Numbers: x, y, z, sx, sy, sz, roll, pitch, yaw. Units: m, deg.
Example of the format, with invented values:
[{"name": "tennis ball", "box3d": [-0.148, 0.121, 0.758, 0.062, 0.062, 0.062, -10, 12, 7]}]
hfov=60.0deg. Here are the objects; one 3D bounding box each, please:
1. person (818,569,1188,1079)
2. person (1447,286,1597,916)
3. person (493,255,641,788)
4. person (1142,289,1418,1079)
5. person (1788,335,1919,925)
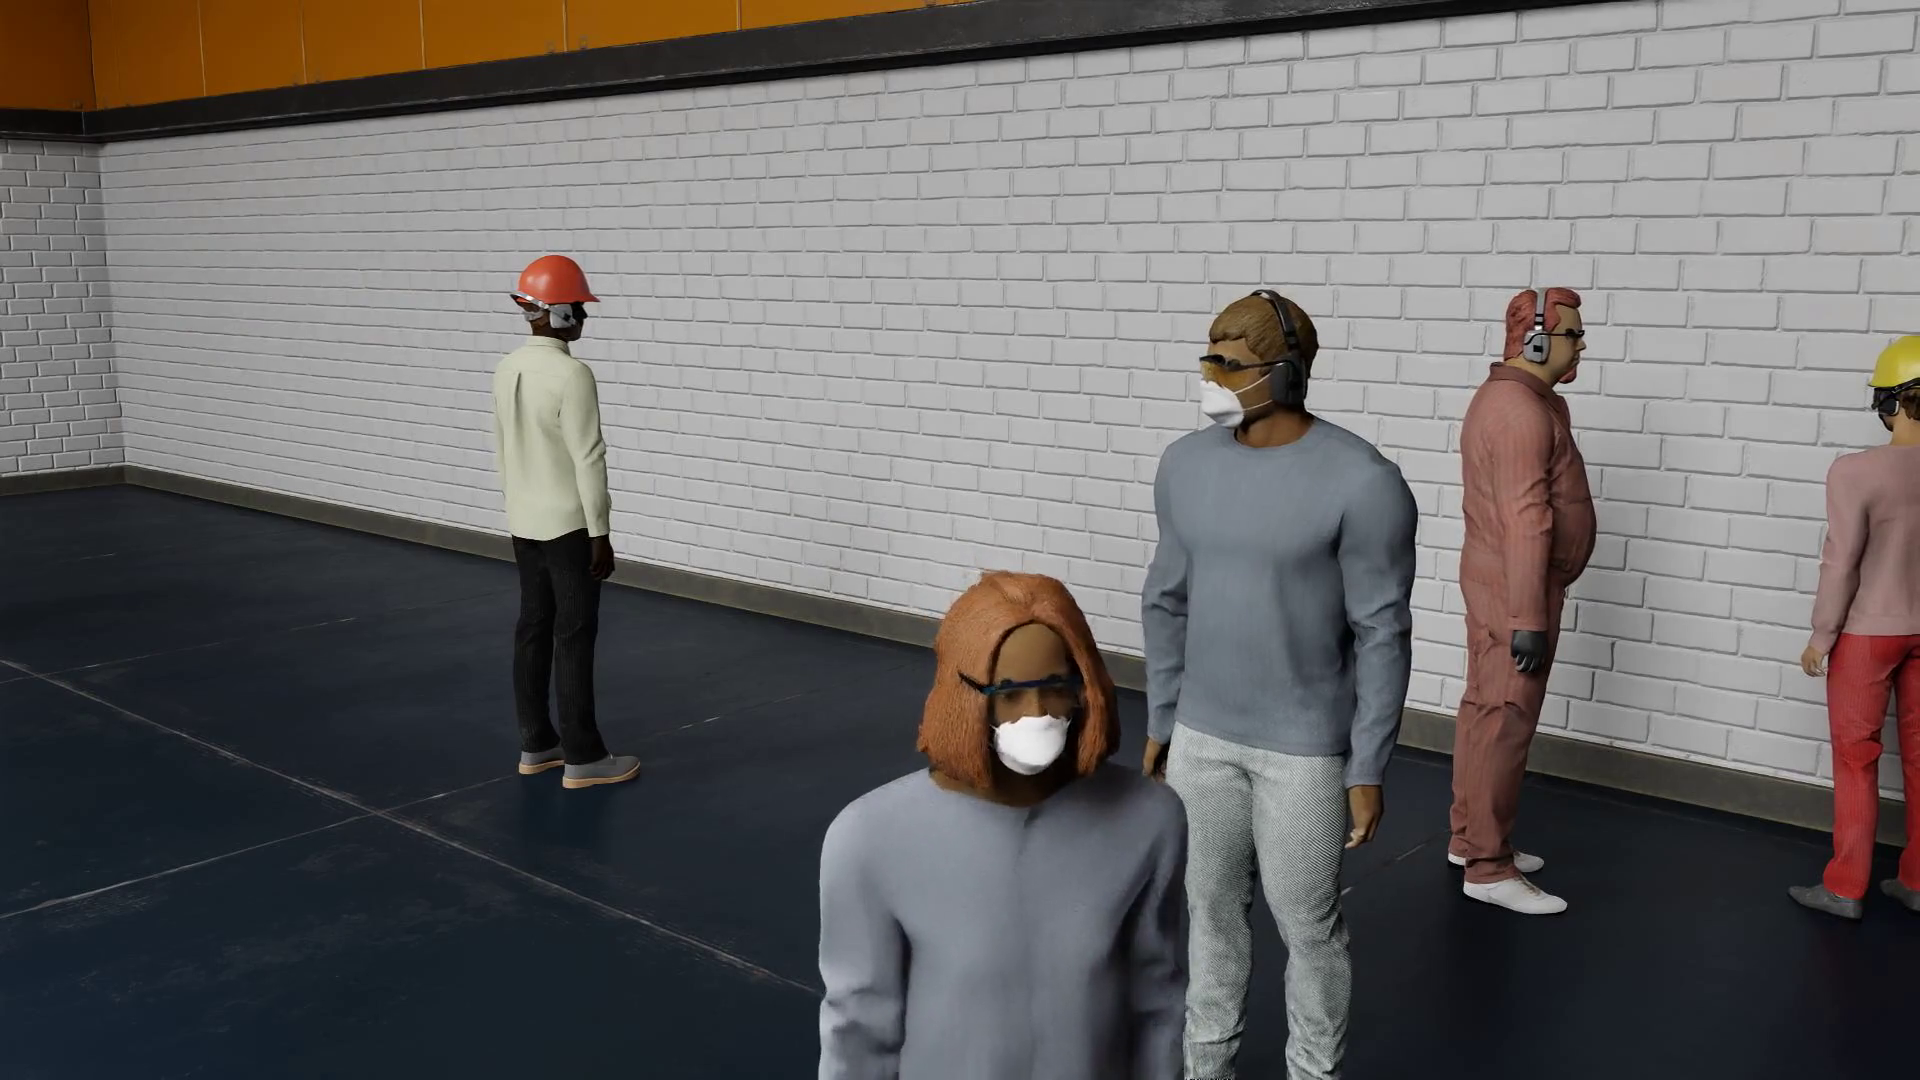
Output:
[{"name": "person", "box3d": [0.063, 0.836, 2.182, 0.506, 1.632, 0.275, -3, 10, -18]}, {"name": "person", "box3d": [1.746, 0.178, 5.153, 0.403, 1.906, 0.652, 2, 10, 10]}, {"name": "person", "box3d": [-1.507, -0.064, 6.276, 0.611, 1.995, 0.381, 9, 13, 42]}, {"name": "person", "box3d": [0.657, 0.436, 3.596, 0.632, 1.936, 0.359, 9, 14, 43]}, {"name": "person", "box3d": [2.786, 0.276, 4.994, 0.533, 1.768, 0.310, -2, 10, -9]}]
